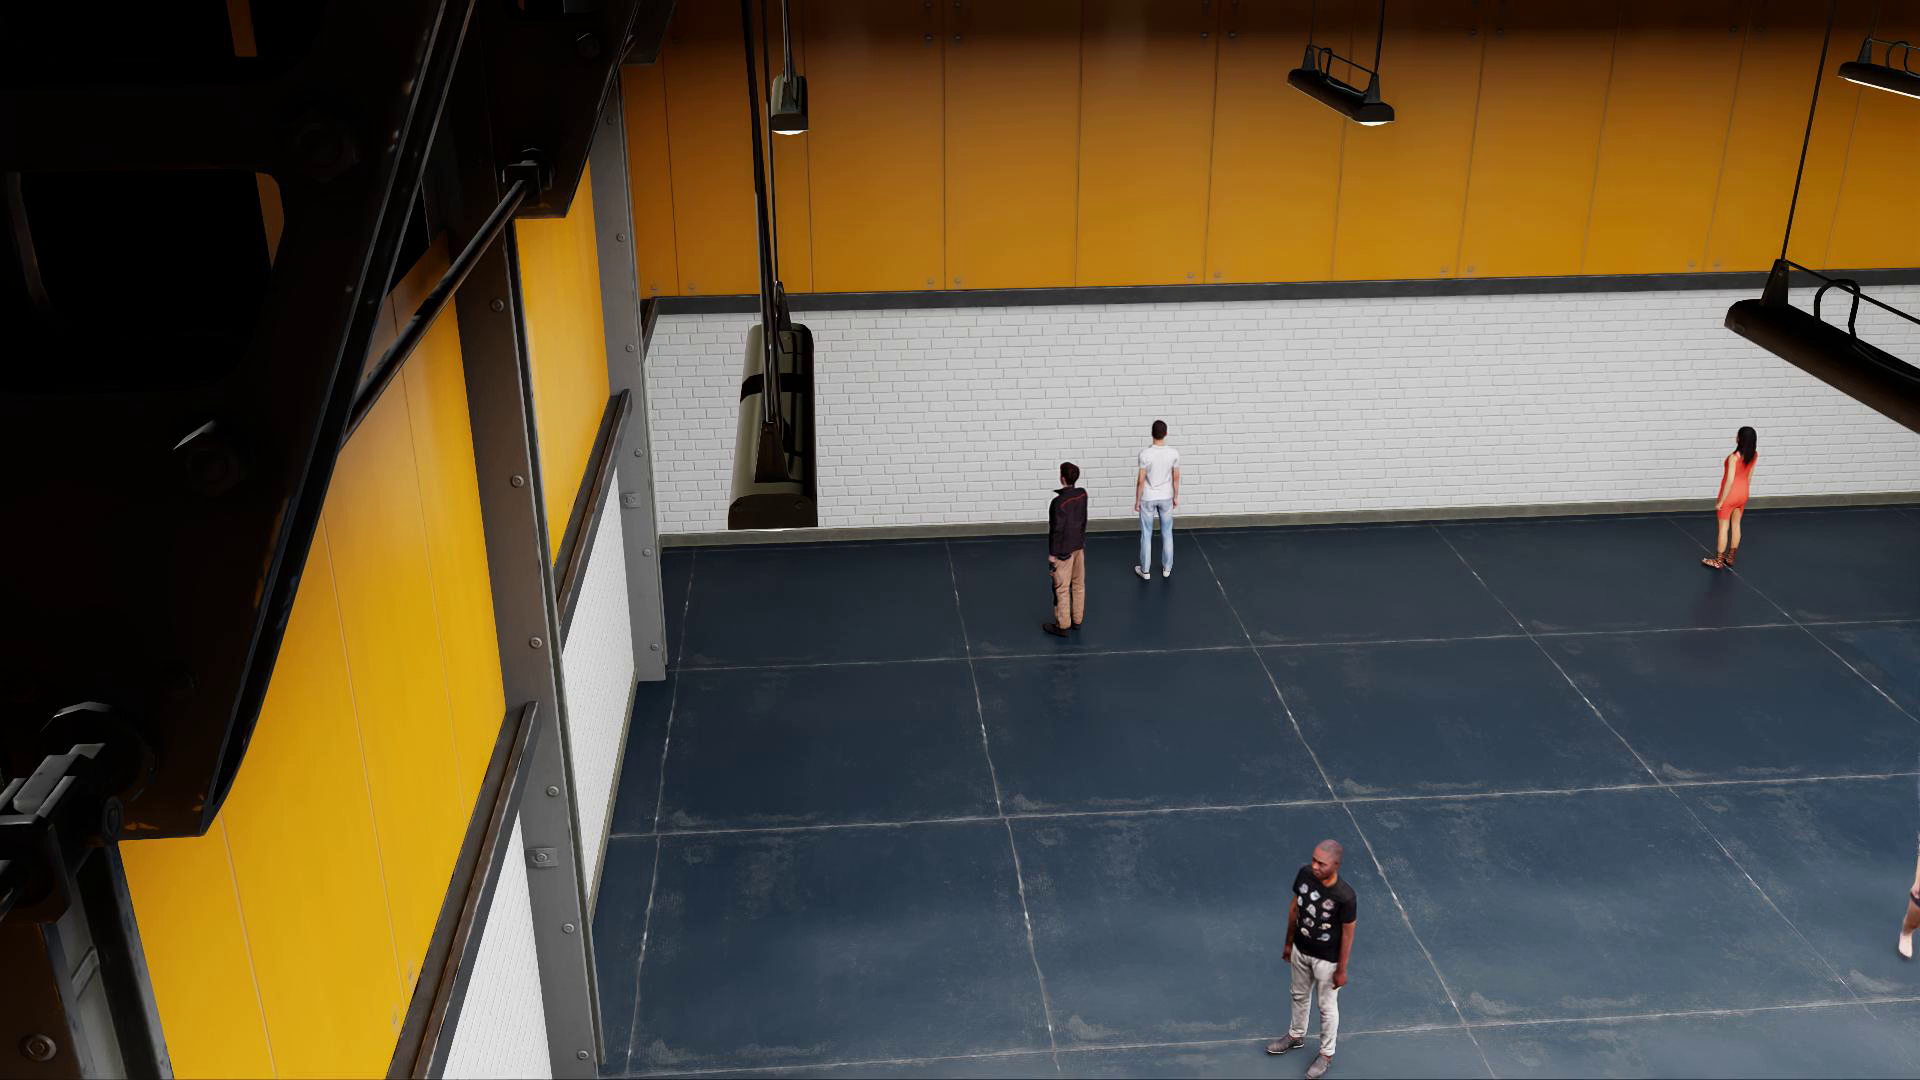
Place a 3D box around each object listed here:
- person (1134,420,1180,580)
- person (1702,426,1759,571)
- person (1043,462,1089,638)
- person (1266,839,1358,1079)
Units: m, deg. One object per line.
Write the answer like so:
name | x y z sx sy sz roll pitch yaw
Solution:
person | 2.216 -0.458 18.790 0.674 1.850 0.564 -4 24 -10
person | 8.851 -0.491 19.028 0.659 1.719 0.636 -11 26 -24
person | 1.127 0.090 17.443 0.829 1.924 0.790 22 32 40
person | 2.450 2.817 11.354 0.823 1.805 0.729 -19 30 -37
